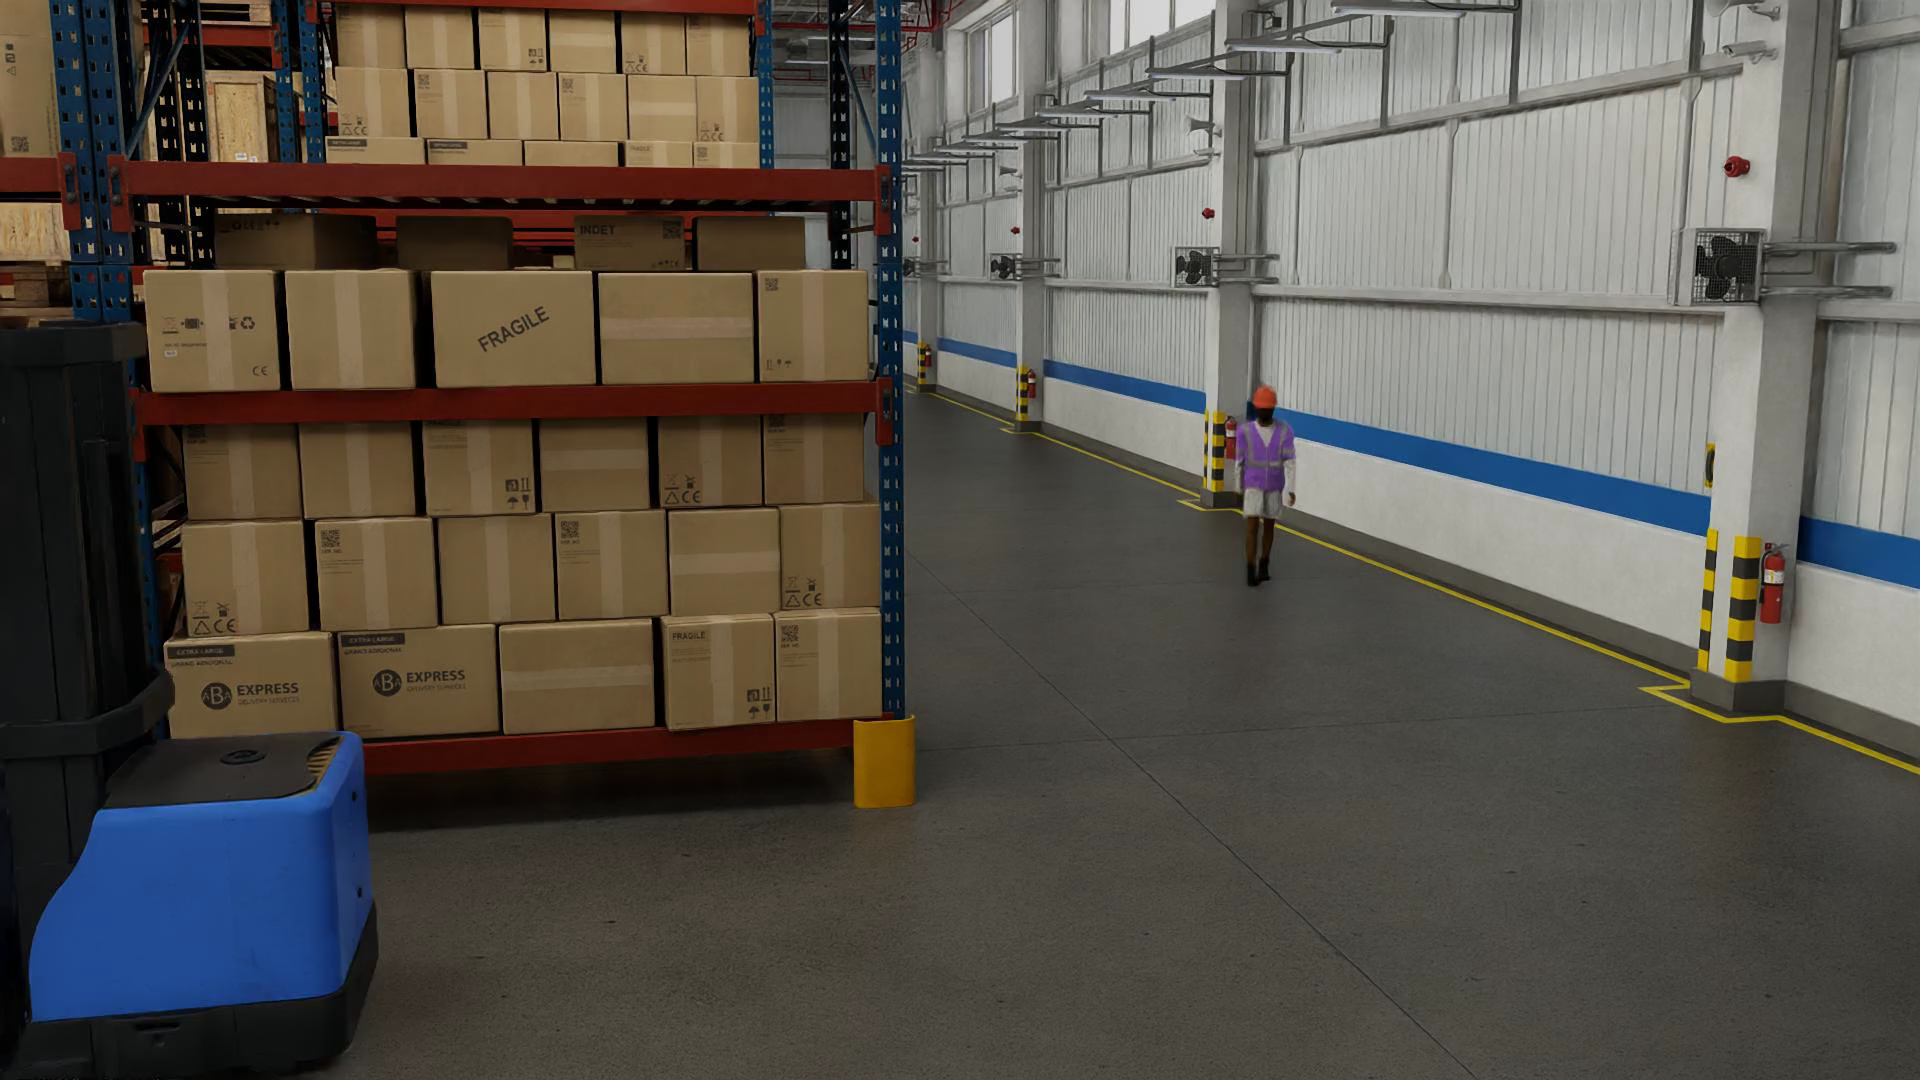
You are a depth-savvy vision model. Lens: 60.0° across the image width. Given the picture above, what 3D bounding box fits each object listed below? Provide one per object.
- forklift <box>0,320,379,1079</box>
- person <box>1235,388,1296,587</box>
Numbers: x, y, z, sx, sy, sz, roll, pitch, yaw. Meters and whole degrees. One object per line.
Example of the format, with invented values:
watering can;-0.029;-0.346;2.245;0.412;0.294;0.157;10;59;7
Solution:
forklift;-3.329;0.568;6.341;1.873;2.768;1.129;-2;10;-12
person;2.914;-0.500;15.853;0.556;1.885;0.951;0;9;3
